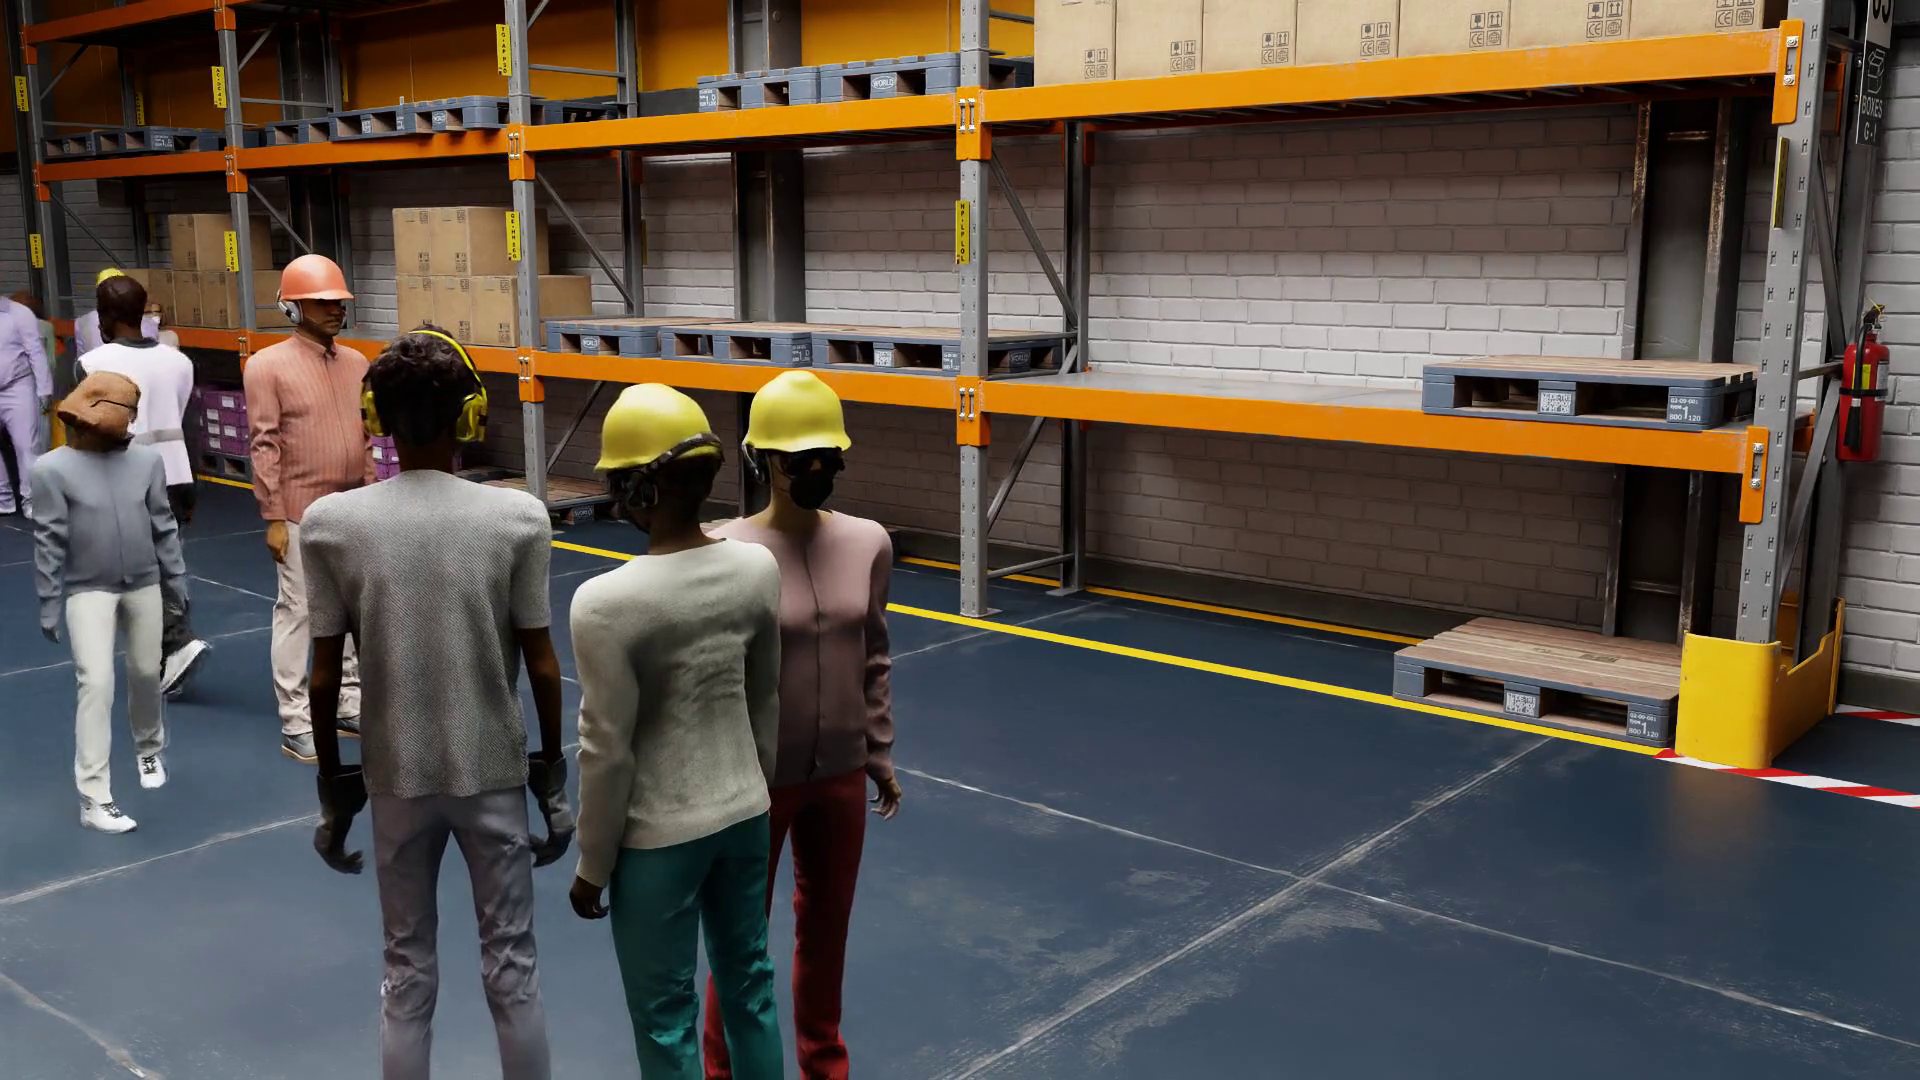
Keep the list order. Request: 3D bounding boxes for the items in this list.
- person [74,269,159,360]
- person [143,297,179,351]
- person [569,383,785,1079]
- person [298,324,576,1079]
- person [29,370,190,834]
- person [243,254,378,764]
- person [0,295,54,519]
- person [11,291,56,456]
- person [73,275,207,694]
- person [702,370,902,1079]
[{"bbox_3d":[-6.181,-1.056,12.294,0.588,1.864,0.946,-3,10,-14],"label":"person"},{"bbox_3d":[-6.661,-1.194,13.765,0.283,1.626,0.496,6,12,32],"label":"person"},{"bbox_3d":[-0.564,0.570,3.327,0.315,1.766,0.523,7,12,36],"label":"person"},{"bbox_3d":[-1.056,0.508,3.403,0.521,1.862,0.335,-1,10,-6],"label":"person"},{"bbox_3d":[-3.029,0.187,5.989,0.614,1.597,0.555,7,12,34],"label":"person"},{"bbox_3d":[-2.540,-0.128,6.639,0.383,1.996,0.609,5,11,25],"label":"person"},{"bbox_3d":[-7.099,-1.056,12.310,0.743,1.867,0.407,0,10,1],"label":"person"},{"bbox_3d":[-8.804,-1.533,15.729,0.506,1.619,0.493,-8,13,-37],"label":"person"},{"bbox_3d":[-3.632,-0.223,7.441,0.478,1.902,0.609,4,11,21],"label":"person"},{"bbox_3d":[-0.350,0.513,3.640,0.526,1.768,0.331,-7,12,-37],"label":"person"}]
